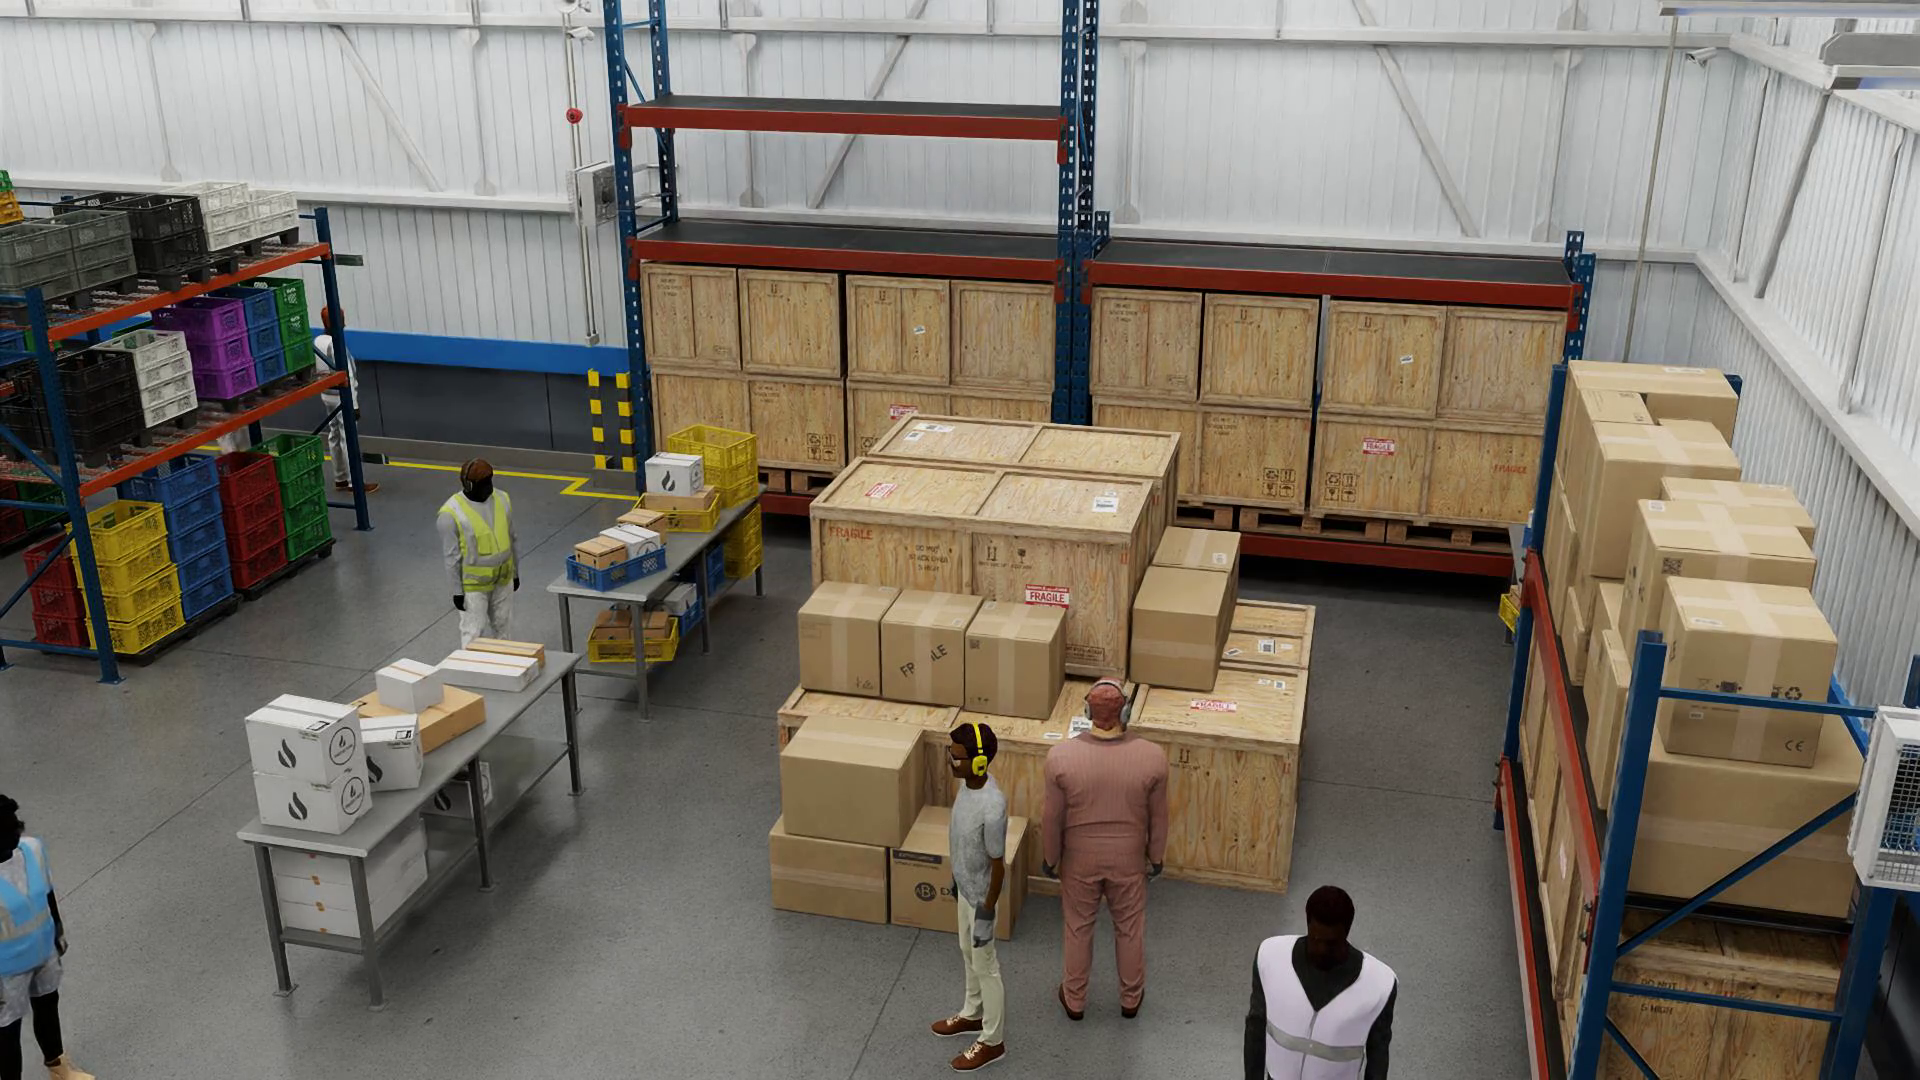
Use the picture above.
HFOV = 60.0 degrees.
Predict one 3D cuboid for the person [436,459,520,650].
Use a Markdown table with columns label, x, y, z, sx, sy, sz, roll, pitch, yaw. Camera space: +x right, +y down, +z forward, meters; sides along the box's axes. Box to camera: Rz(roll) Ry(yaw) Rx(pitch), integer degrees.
| label | x | y | z | sx | sy | sz | roll | pitch | yaw |
| --- | --- | --- | --- | --- | --- | --- | --- | --- | --- |
| person | -3.447 | 0.286 | 12.094 | 0.430 | 1.836 | 0.619 | 16 | 26 | 35 |

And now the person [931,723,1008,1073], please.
| label | x | y | z | sx | sy | sz | roll | pitch | yaw |
| --- | --- | --- | --- | --- | --- | --- | --- | --- | --- |
| person | 0.059 | 1.744 | 8.220 | 0.328 | 1.872 | 0.513 | -7 | 22 | -17 |

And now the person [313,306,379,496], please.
| label | x | y | z | sx | sy | sz | roll | pitch | yaw |
| --- | --- | --- | --- | --- | --- | --- | --- | --- | --- |
| person | -6.079 | -1.372 | 16.351 | 0.573 | 1.887 | 0.356 | 19 | 28 | 40 |

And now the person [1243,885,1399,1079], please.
| label | x | y | z | sx | sy | sz | roll | pitch | yaw |
| --- | --- | --- | --- | --- | --- | --- | --- | --- | --- |
| person | 1.453 | 2.243 | 6.850 | 0.589 | 1.919 | 0.392 | 7 | 22 | 19 |

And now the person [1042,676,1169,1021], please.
| label | x | y | z | sx | sy | sz | roll | pitch | yaw |
| --- | --- | --- | --- | --- | --- | --- | --- | --- | --- |
| person | 0.738 | 1.592 | 8.572 | 0.646 | 1.904 | 0.401 | 0 | 21 | 0 |

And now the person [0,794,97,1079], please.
| label | x | y | z | sx | sy | sz | roll | pitch | yaw |
| --- | --- | --- | --- | --- | --- | --- | --- | --- | --- |
| person | -4.461 | 1.967 | 7.888 | 0.319 | 1.694 | 0.535 | 5 | 22 | 14 |
